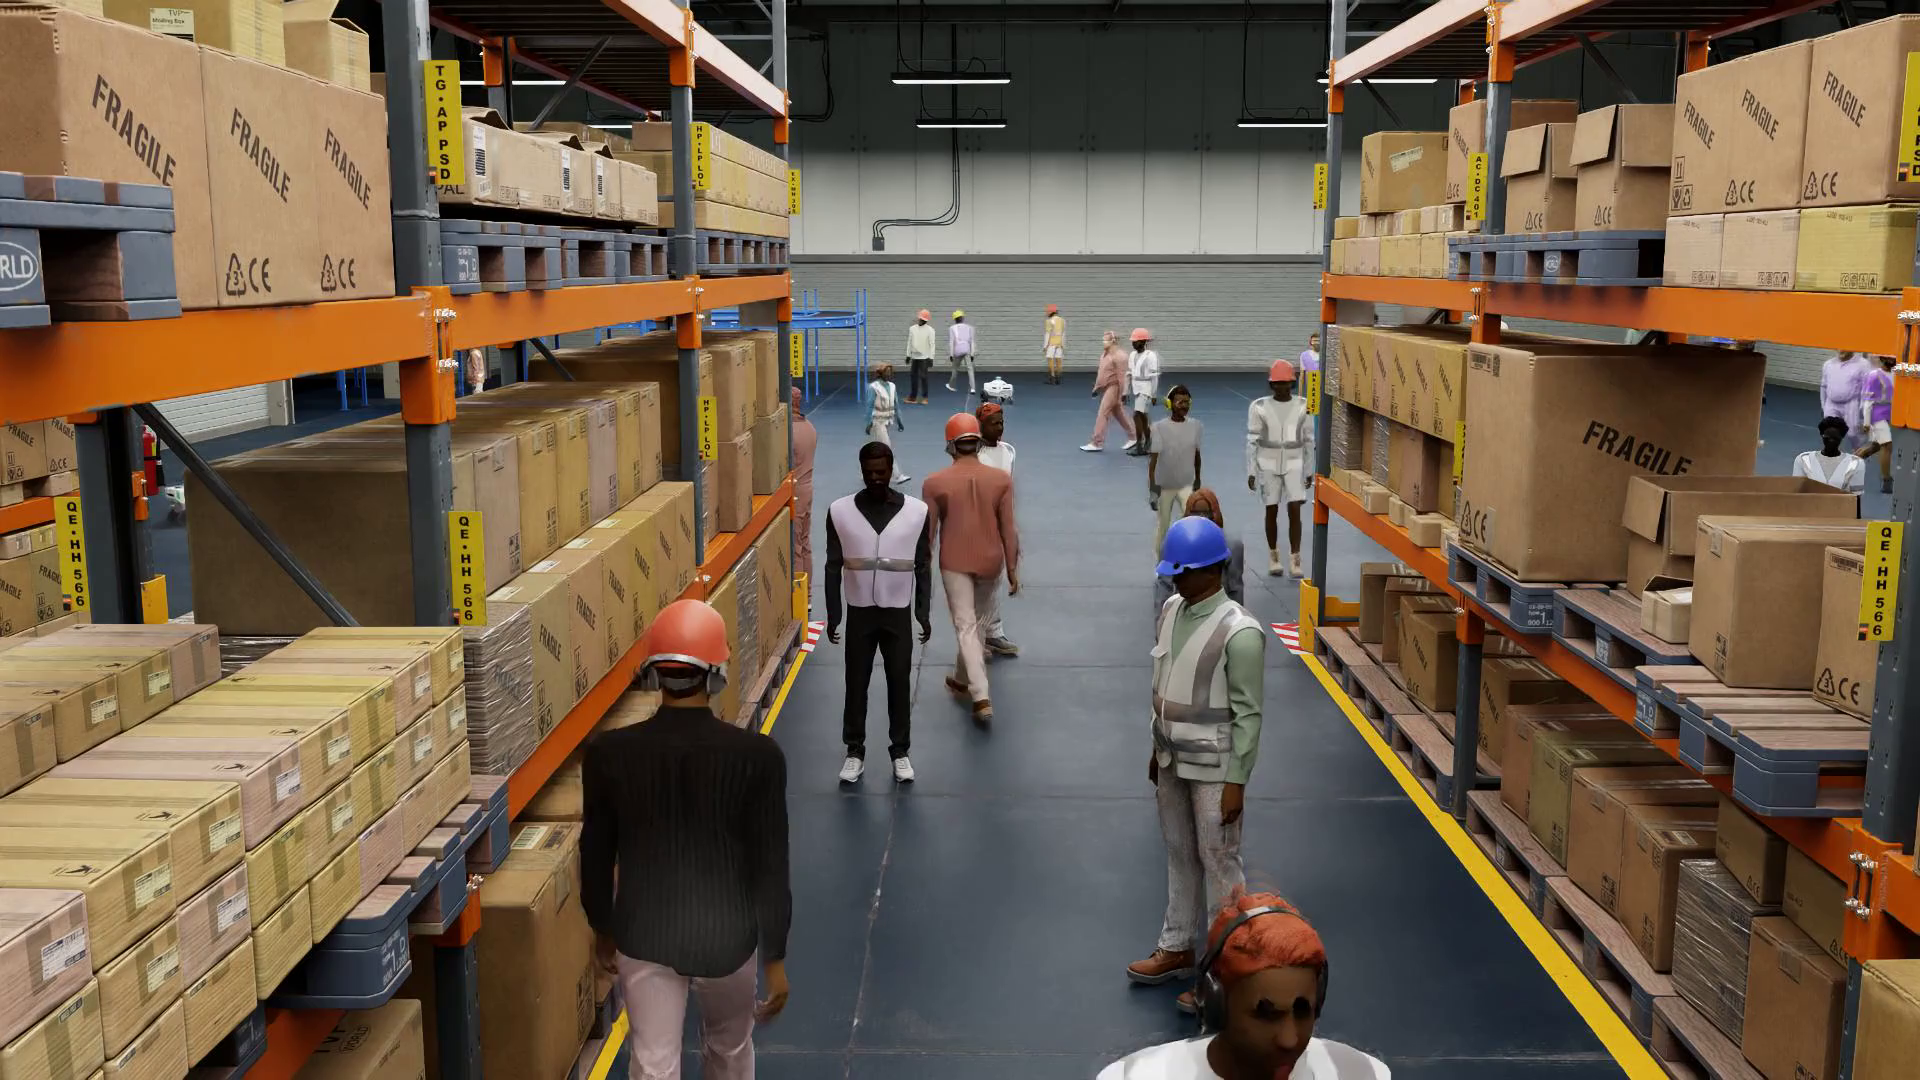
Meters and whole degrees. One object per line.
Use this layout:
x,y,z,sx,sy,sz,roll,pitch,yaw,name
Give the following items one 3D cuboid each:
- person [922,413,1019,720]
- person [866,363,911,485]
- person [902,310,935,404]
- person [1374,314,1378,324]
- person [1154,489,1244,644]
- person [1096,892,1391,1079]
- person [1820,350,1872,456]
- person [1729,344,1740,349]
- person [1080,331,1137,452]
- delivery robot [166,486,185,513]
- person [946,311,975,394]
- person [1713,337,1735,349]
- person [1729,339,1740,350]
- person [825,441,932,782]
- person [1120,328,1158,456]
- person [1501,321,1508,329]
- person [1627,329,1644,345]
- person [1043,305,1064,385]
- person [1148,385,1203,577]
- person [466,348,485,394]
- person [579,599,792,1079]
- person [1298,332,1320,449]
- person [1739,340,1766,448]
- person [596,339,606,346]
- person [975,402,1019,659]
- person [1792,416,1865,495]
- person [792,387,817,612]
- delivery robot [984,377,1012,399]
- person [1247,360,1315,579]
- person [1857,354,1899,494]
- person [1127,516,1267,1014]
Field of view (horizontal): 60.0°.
0.057,0.159,10.730,0.644,1.943,1.011,-3,10,-20,person
-0.956,-1.516,21.736,0.848,1.587,0.540,6,11,33,person
-0.870,-3.772,34.255,0.839,1.939,0.384,8,12,40,person
9.902,-4.529,39.558,0.769,1.663,0.553,4,10,22,person
1.409,0.483,9.827,0.518,1.583,0.872,2,10,9,person
0.514,1.507,2.988,0.590,1.824,1.009,-2,10,-11,person
12.258,-1.872,23.028,0.718,1.892,0.647,-9,13,-42,person
13.760,-2.927,29.808,0.523,1.729,0.866,-1,10,-4,person
2.373,-2.309,25.746,1.024,1.860,0.632,-2,10,-13,person
-8.525,-0.514,18.713,0.477,0.478,0.707,9,13,43,delivery robot
0.032,-4.187,37.131,0.602,1.811,1.148,-4,10,-23,person
11.008,-2.051,23.984,0.799,1.916,0.640,2,10,13,person
13.118,-2.678,28.234,0.538,1.751,0.402,-1,10,-4,person
-0.458,0.396,9.336,0.599,1.917,0.377,-1,9,-3,person
2.665,-2.213,24.989,0.735,1.912,0.555,-5,11,-26,person
11.644,-4.116,36.399,0.644,1.907,0.400,3,10,15,person
15.925,-4.436,39.272,0.530,1.583,0.873,-4,10,-23,person
2.249,-4.654,39.663,0.621,1.897,0.403,-8,13,-41,person
1.935,-0.468,14.807,0.547,1.819,1.002,-2,10,-10,person
-8.435,-2.743,28.974,0.309,1.639,0.523,-2,10,-11,person
-0.800,1.133,4.867,0.638,1.941,1.020,0,9,2,person
5.560,-2.319,25.856,0.613,1.825,0.511,4,10,24,person
11.937,-2.203,25.252,0.963,1.796,0.618,-2,10,-11,person
-4.755,-1.756,22.370,0.518,1.874,0.329,1,10,7,person
0.211,-0.074,12.258,0.350,1.882,0.581,9,13,43,person
6.864,-0.142,13.219,0.534,1.698,0.318,5,11,26,person
-1.402,-0.310,13.604,0.409,1.909,0.642,2,10,13,person
0.789,-3.127,34.365,0.477,0.478,0.707,-5,11,-28,delivery robot
2.947,-0.640,15.262,0.626,2.006,0.899,1,10,7,person
11.679,-1.579,21.212,0.545,1.907,0.914,-6,11,-33,person
0.927,0.861,6.497,0.399,1.939,0.602,-5,11,-28,person
